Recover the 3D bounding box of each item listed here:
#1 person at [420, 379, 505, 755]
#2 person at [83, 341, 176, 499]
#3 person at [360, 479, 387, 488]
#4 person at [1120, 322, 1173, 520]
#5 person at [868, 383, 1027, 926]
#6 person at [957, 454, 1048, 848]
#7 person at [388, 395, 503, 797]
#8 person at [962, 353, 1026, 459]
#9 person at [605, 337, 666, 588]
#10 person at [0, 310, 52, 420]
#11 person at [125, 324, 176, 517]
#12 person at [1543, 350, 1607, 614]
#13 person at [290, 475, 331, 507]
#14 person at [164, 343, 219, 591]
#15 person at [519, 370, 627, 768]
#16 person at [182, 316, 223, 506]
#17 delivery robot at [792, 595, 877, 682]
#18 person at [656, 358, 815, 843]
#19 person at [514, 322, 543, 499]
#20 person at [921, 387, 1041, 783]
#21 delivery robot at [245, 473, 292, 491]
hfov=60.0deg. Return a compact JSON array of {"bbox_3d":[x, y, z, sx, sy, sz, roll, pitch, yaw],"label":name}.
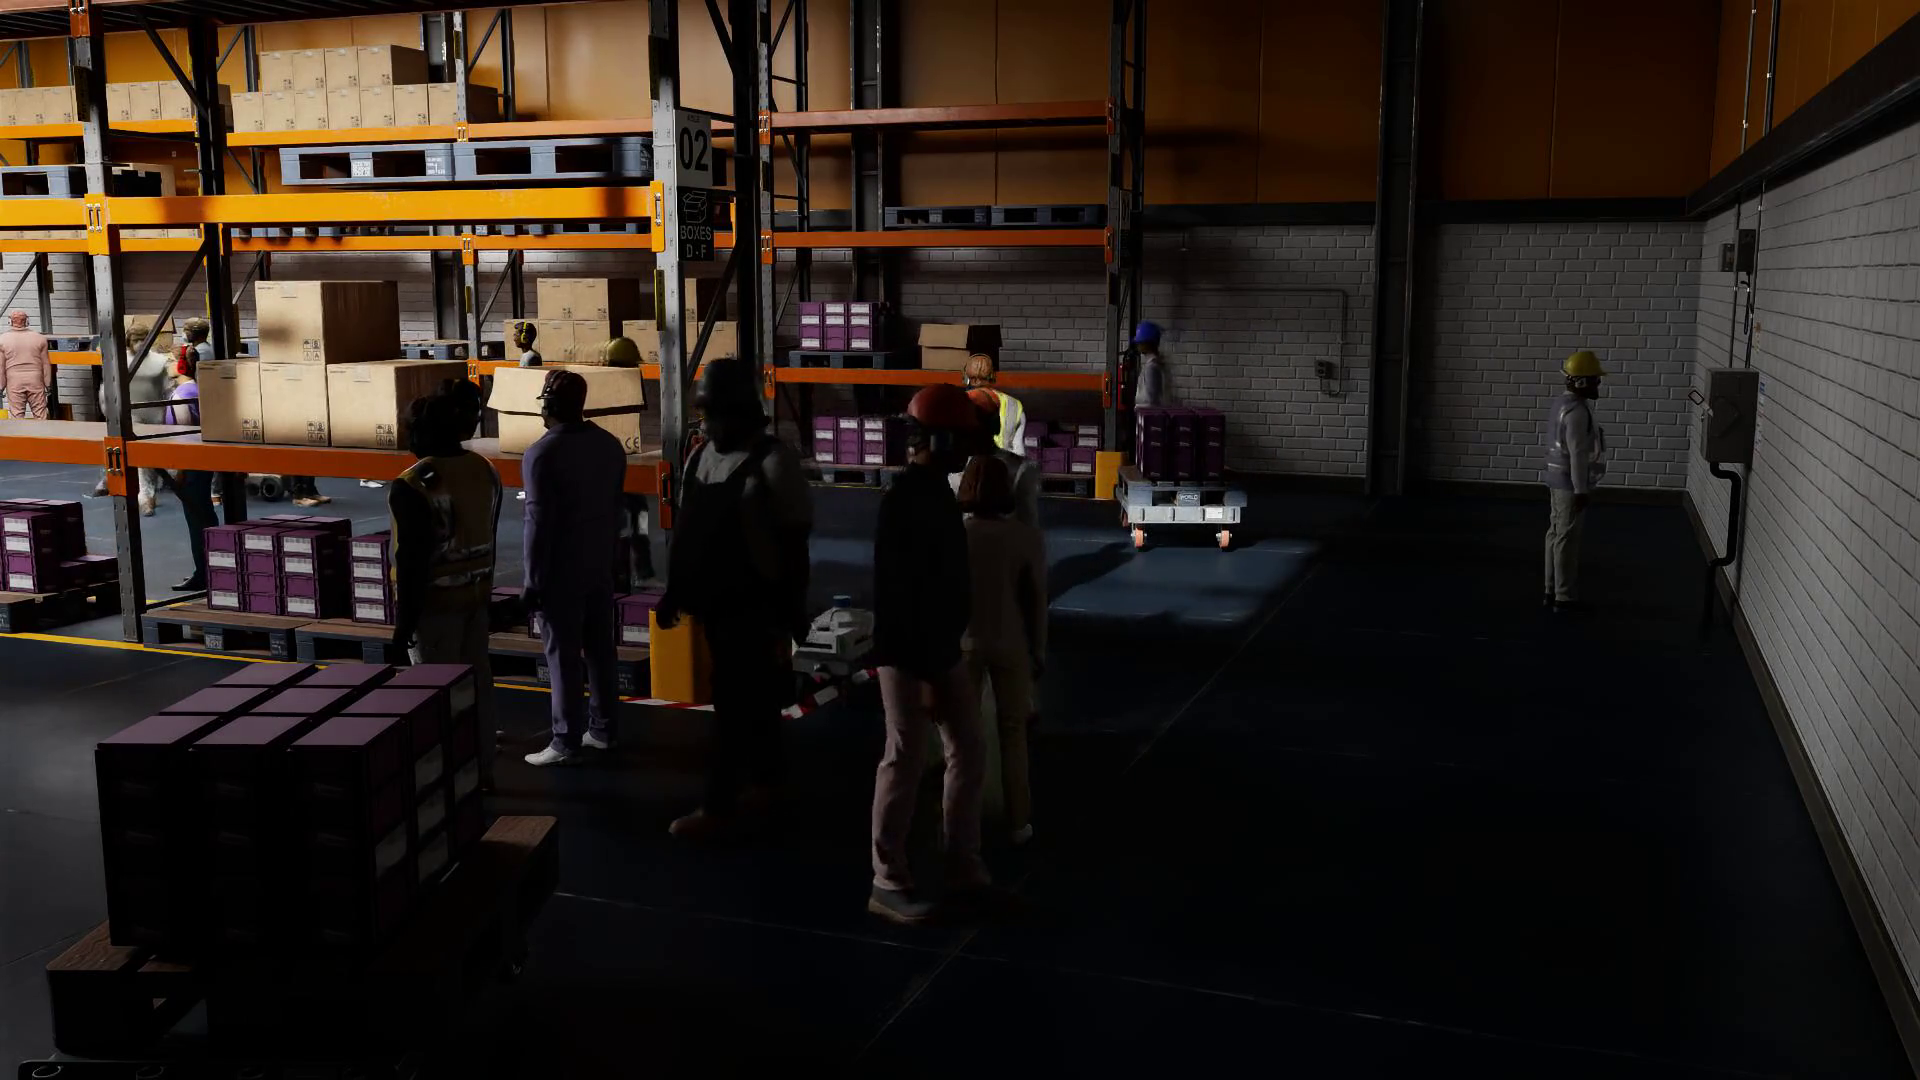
[{"bbox_3d":[-2.454,0.136,8.195,0.356,1.858,0.513,-1,9,-5],"label":"person"},{"bbox_3d":[-8.830,-1.335,17.700,0.940,1.778,0.596,-4,10,-25],"label":"person"},{"bbox_3d":[-6.590,-1.401,18.506,0.309,1.641,0.512,-2,9,-10],"label":"person"},{"bbox_3d":[1.915,-1.113,15.826,0.680,1.925,0.620,2,9,14],"label":"person"},{"bbox_3d":[-0.088,0.430,5.990,0.573,1.965,0.710,3,10,20],"label":"person"},{"bbox_3d":[0.107,0.462,6.835,0.508,1.631,0.265,0,9,-1],"label":"person"},{"bbox_3d":[-2.276,0.283,7.312,0.429,1.843,0.627,3,10,19],"label":"person"},{"bbox_3d":[0.126,-0.320,11.091,0.636,1.842,0.429,-2,9,-11],"label":"person"},{"bbox_3d":[-2.577,-0.559,12.397,0.789,1.906,0.596,1,9,5],"label":"person"},{"bbox_3d":[-12.185,-2.036,21.664,0.638,1.910,0.407,-6,11,-33],"label":"person"},{"bbox_3d":[-8.118,-1.202,16.540,0.635,1.885,1.033,-6,11,-32],"label":"person"},{"bbox_3d":[4.307,-0.408,11.664,0.404,1.835,0.590,1,9,9],"label":"person"},{"bbox_3d":[-6.692,-1.261,16.994,0.331,1.843,0.520,1,9,5],"label":"person"},{"bbox_3d":[-5.753,-0.549,12.503,0.390,1.850,0.565,-1,9,-9],"label":"person"},{"bbox_3d":[-1.888,0.138,8.016,0.409,1.909,0.642,5,10,26],"label":"person"},{"bbox_3d":[-7.745,-1.314,17.027,0.372,1.940,0.632,-2,9,-10],"label":"person"},{"bbox_3d":[-0.661,0.554,9.319,0.477,0.478,0.707,2,9,19],"label":"delivery robot"},{"bbox_3d":[-1.033,0.225,7.045,0.879,2.000,0.698,-8,12,-40],"label":"person"},{"bbox_3d":[-4.544,-1.357,17.529,0.328,1.868,0.517,-1,9,-8],"label":"person"},{"bbox_3d":[0.132,0.180,8.016,0.557,1.844,0.974,9,12,43],"label":"person"},{"bbox_3d":[-7.310,-0.745,17.490,0.707,0.478,0.477,3,9,15],"label":"delivery robot"}]
